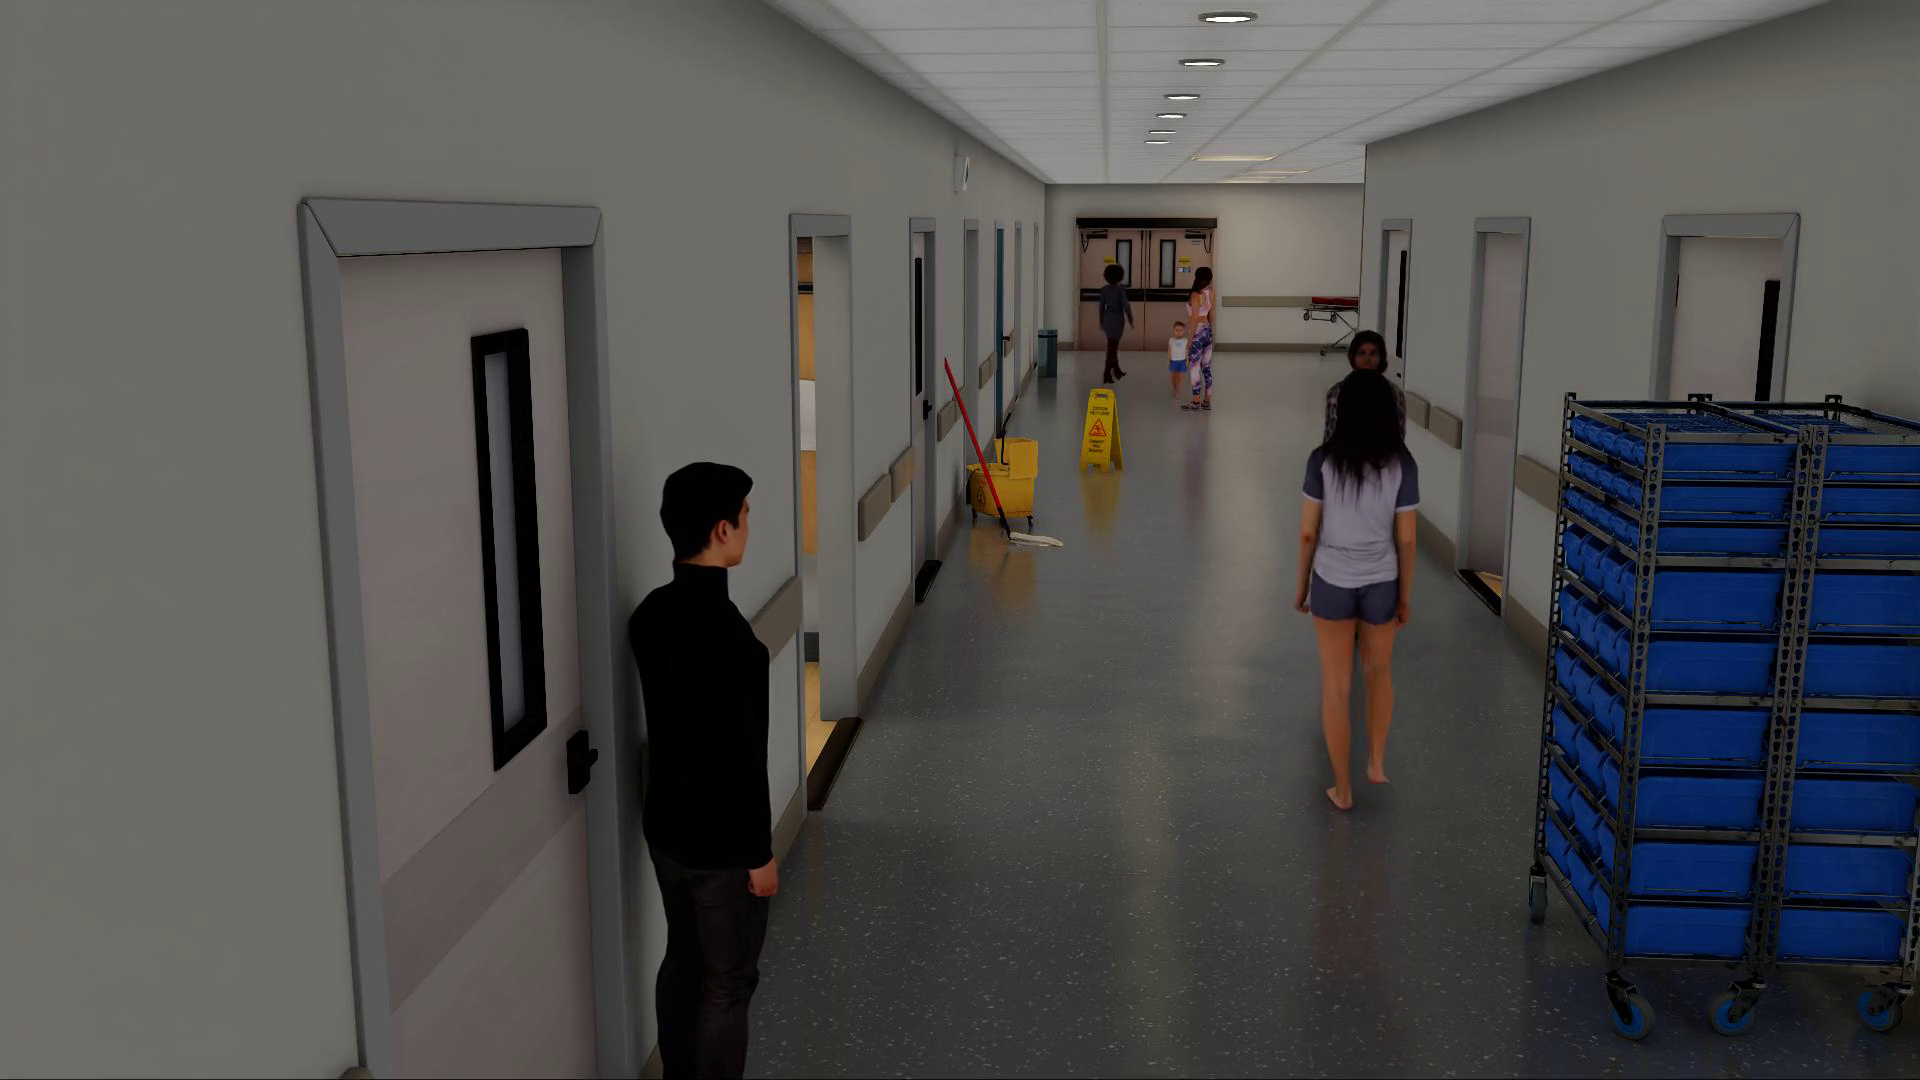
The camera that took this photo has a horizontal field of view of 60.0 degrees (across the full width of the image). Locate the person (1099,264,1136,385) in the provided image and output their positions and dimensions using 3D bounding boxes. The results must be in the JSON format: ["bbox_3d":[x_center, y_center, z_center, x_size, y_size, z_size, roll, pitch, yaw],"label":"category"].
[{"bbox_3d":[2.163,-3.066,23.785,0.912,1.687,1.032,9,14,40],"label":"person"}]

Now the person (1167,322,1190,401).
[{"bbox_3d":[2.872,-2.360,21.857,0.455,1.018,0.523,2,11,12],"label":"person"}]

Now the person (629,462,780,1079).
[{"bbox_3d":[-0.612,0.668,4.014,0.777,1.723,0.694,-7,13,-34],"label":"person"}]

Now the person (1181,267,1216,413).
[{"bbox_3d":[2.967,-2.485,20.507,0.664,1.767,0.737,-10,15,-44],"label":"person"}]

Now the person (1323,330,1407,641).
[{"bbox_3d":[2.191,-0.286,9.104,0.619,1.699,0.815,2,11,9],"label":"person"}]

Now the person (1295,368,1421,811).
[{"bbox_3d":[1.530,0.215,6.400,0.585,1.723,0.562,1,11,3],"label":"person"}]
